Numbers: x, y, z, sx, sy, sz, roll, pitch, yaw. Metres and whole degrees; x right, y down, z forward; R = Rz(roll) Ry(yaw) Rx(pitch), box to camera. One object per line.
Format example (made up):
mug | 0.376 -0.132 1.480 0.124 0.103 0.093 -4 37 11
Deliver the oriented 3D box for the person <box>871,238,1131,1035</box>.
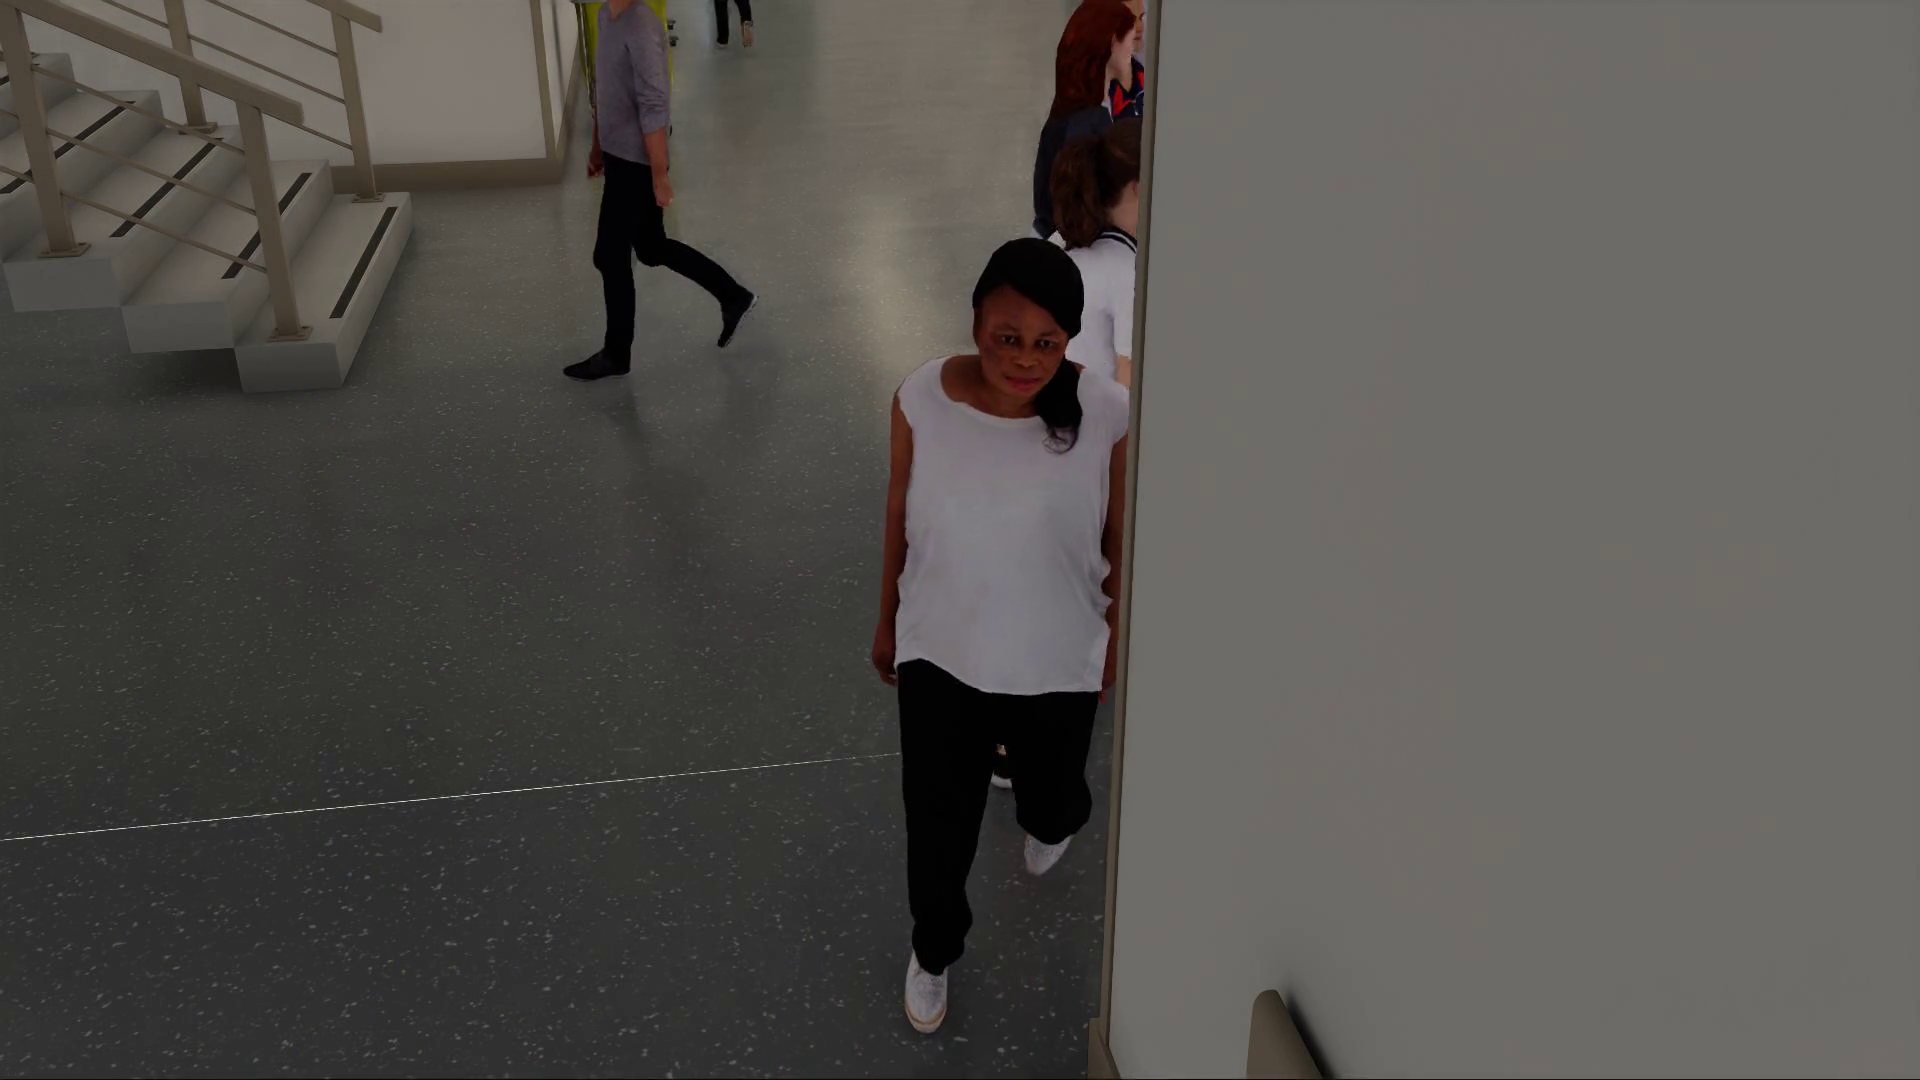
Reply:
person | 0.116 0.188 3.388 0.966 1.663 0.968 9 27 18

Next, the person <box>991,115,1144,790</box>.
person | 0.211 -0.118 3.957 0.738 1.720 0.736 -16 30 -30

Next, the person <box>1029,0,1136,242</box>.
person | 0.281 -0.853 5.458 1.126 1.740 0.954 11 28 22

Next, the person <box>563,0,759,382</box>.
person | -1.247 -1.560 6.836 1.187 1.815 0.846 -10 28 -20

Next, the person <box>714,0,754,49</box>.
person | -1.982 -4.945 14.279 0.869 1.447 0.725 -10 28 -20
